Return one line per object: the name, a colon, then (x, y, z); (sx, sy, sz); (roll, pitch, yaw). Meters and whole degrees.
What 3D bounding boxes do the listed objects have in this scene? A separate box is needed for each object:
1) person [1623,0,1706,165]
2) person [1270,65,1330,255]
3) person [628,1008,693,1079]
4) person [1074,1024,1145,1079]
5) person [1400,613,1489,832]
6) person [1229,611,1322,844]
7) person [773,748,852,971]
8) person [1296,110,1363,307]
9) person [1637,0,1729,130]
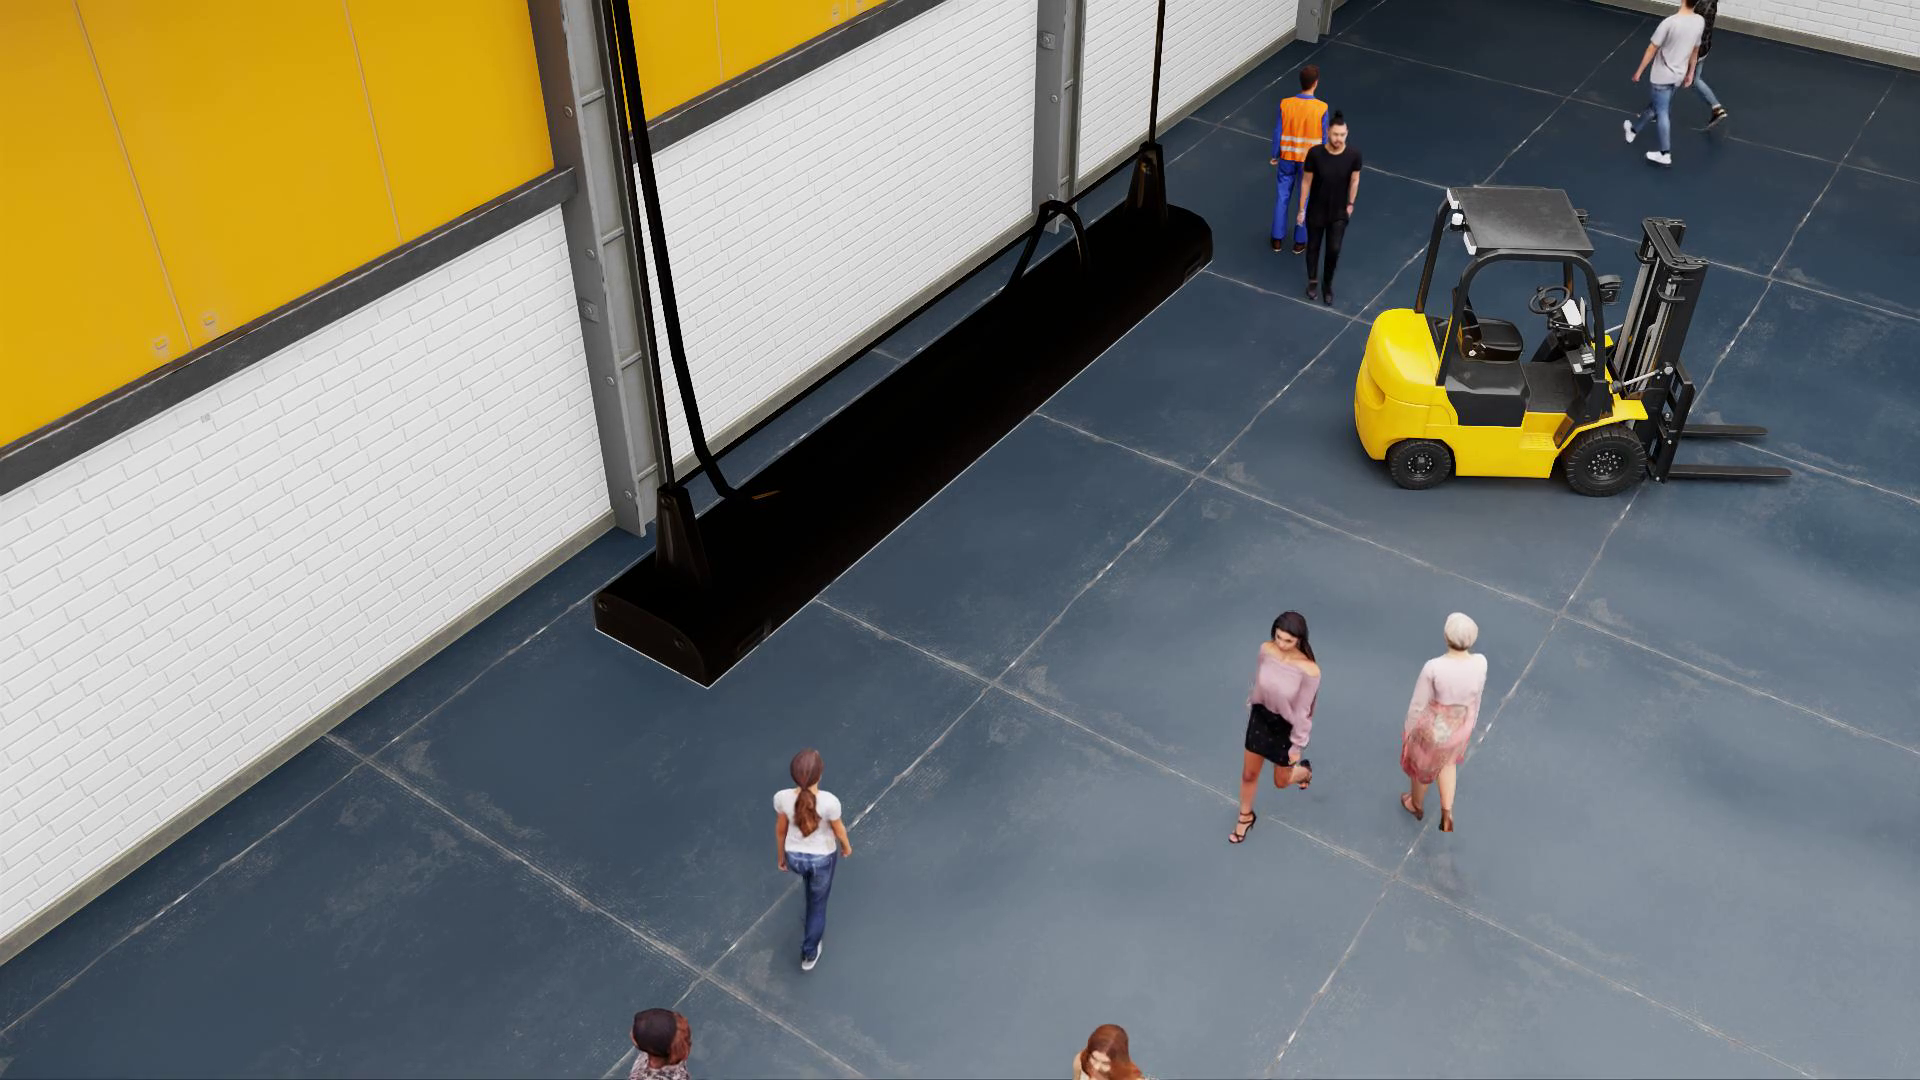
person: (7.511, -4.875, 17.514); (1.211, 1.850, 1.200); (-12, 40, -14)
person: (3.252, -3.645, 15.967); (0.751, 1.859, 0.707); (12, 40, 15)
person: (-1.293, 2.850, 7.983); (1.091, 1.673, 1.136); (-1, 39, -1)
person: (0.752, 2.812, 8.032); (0.624, 1.670, 1.065); (20, 43, 23)
person: (2.957, 1.172, 10.080); (0.816, 1.677, 0.883); (-4, 39, -5)
person: (1.968, 1.121, 10.052); (0.940, 1.792, 0.692); (-31, 48, -33)
person: (-0.857, 1.833, 9.371); (0.753, 1.531, 0.974); (8, 39, 10)
person: (3.358, -3.099, 15.286); (0.788, 1.856, 0.799); (6, 39, 7)
person: (8.069, -5.281, 18.085); (0.853, 1.772, 1.116); (24, 45, 27)
